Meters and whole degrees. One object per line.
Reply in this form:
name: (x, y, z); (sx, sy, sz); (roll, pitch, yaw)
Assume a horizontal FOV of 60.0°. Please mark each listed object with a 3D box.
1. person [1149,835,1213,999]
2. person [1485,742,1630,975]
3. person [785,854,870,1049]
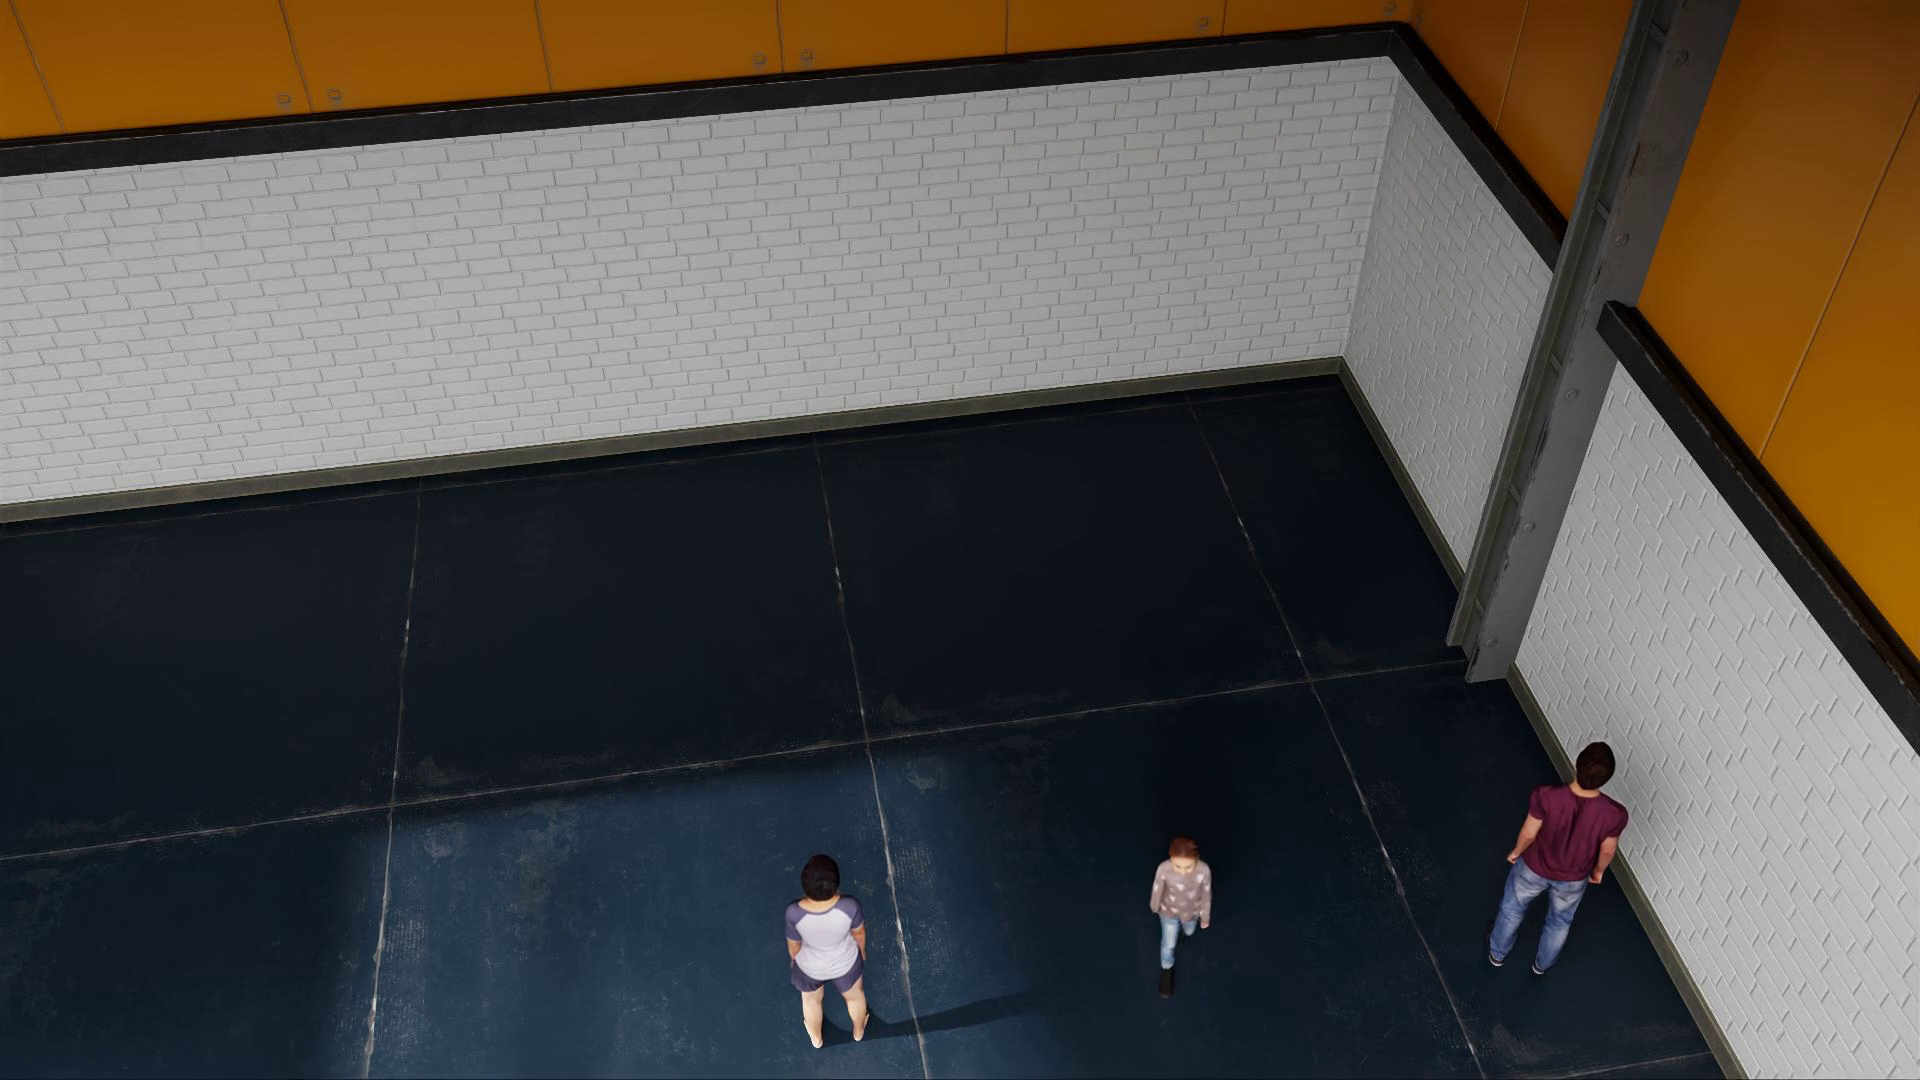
person: (1.229, 1.988, 9.206); (0.567, 1.182, 0.809); (1, 44, 2)
person: (3.225, 1.733, 8.986); (0.742, 1.855, 0.728); (12, 45, 13)
person: (-0.698, 2.169, 8.738); (0.564, 1.565, 0.510); (-6, 44, -6)
